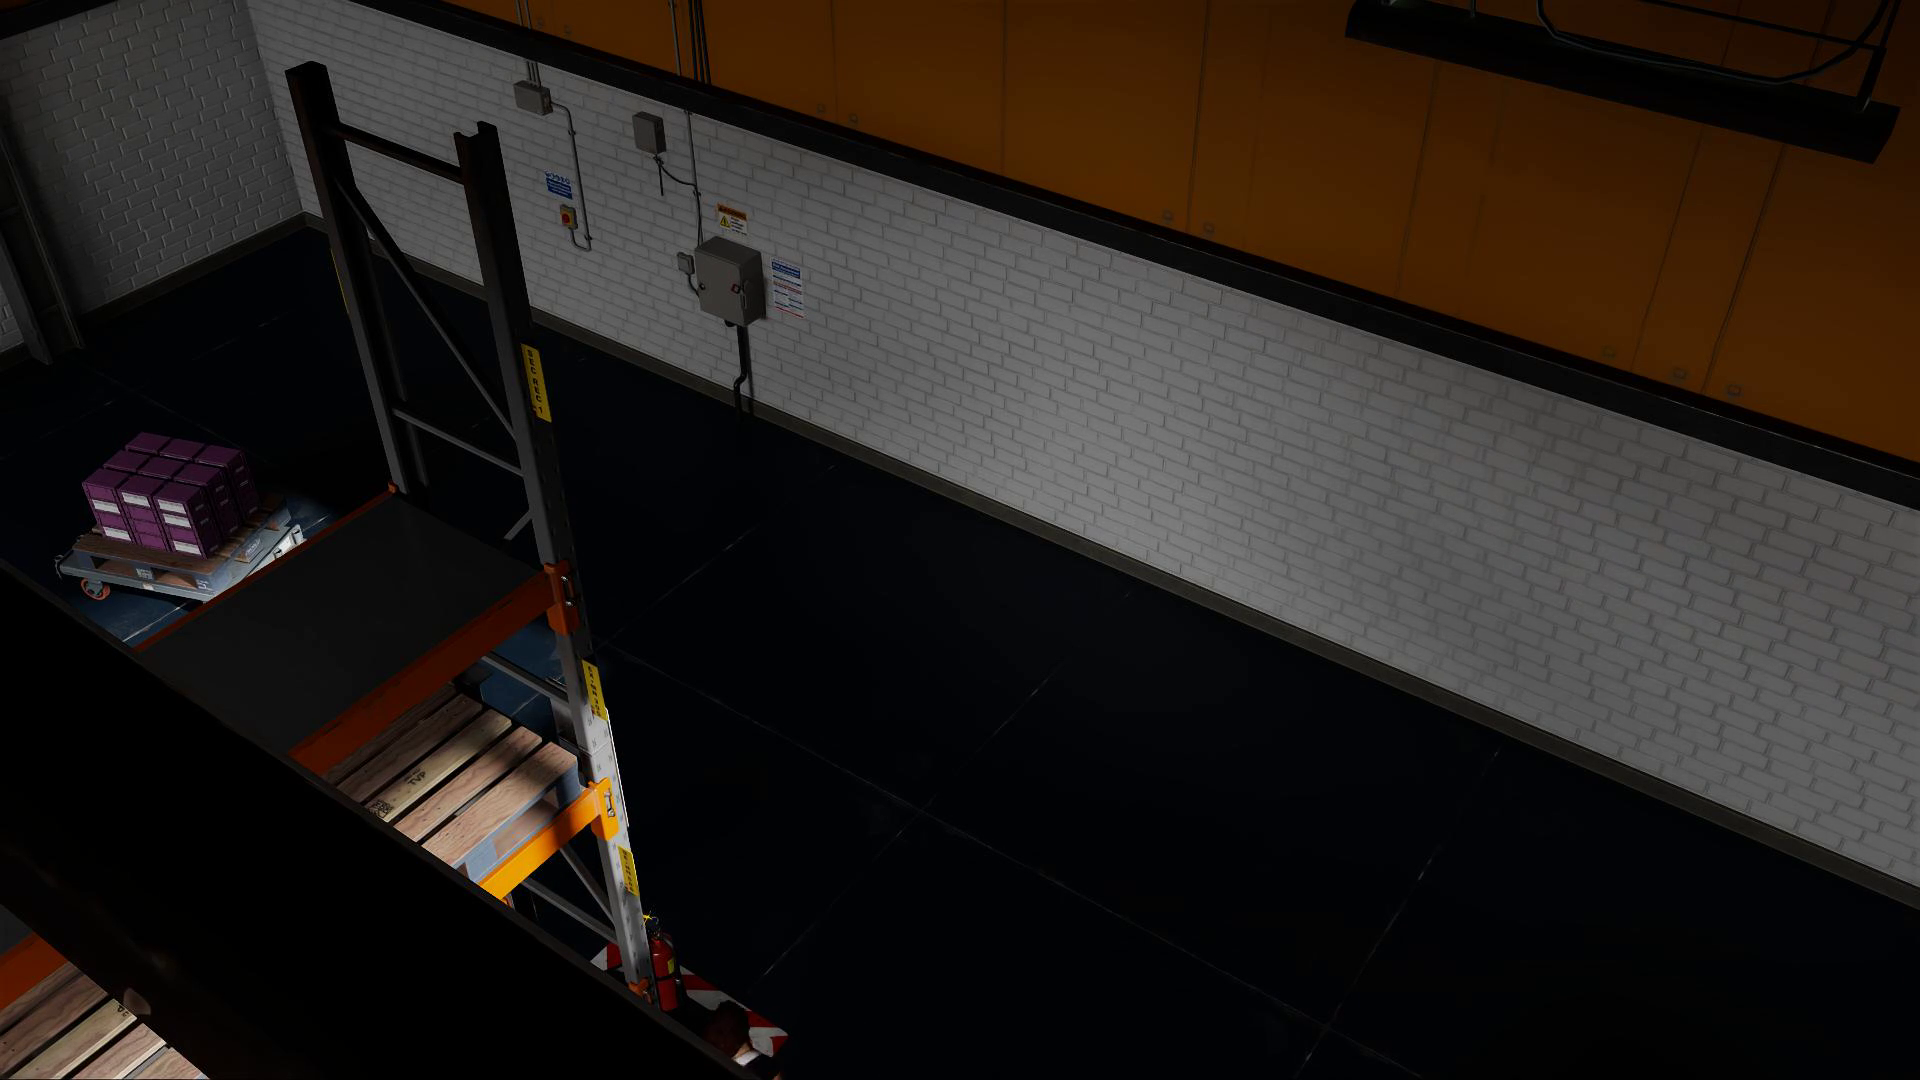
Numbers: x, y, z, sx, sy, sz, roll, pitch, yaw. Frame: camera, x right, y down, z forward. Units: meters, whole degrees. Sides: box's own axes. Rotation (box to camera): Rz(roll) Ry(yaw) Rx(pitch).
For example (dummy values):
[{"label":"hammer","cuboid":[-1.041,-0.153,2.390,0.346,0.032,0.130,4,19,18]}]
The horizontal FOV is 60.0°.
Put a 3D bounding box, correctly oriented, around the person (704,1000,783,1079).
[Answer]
[{"label":"person","cuboid":[-1.077,3.033,8.349,0.796,1.755,1.177,14,41,17]}]
